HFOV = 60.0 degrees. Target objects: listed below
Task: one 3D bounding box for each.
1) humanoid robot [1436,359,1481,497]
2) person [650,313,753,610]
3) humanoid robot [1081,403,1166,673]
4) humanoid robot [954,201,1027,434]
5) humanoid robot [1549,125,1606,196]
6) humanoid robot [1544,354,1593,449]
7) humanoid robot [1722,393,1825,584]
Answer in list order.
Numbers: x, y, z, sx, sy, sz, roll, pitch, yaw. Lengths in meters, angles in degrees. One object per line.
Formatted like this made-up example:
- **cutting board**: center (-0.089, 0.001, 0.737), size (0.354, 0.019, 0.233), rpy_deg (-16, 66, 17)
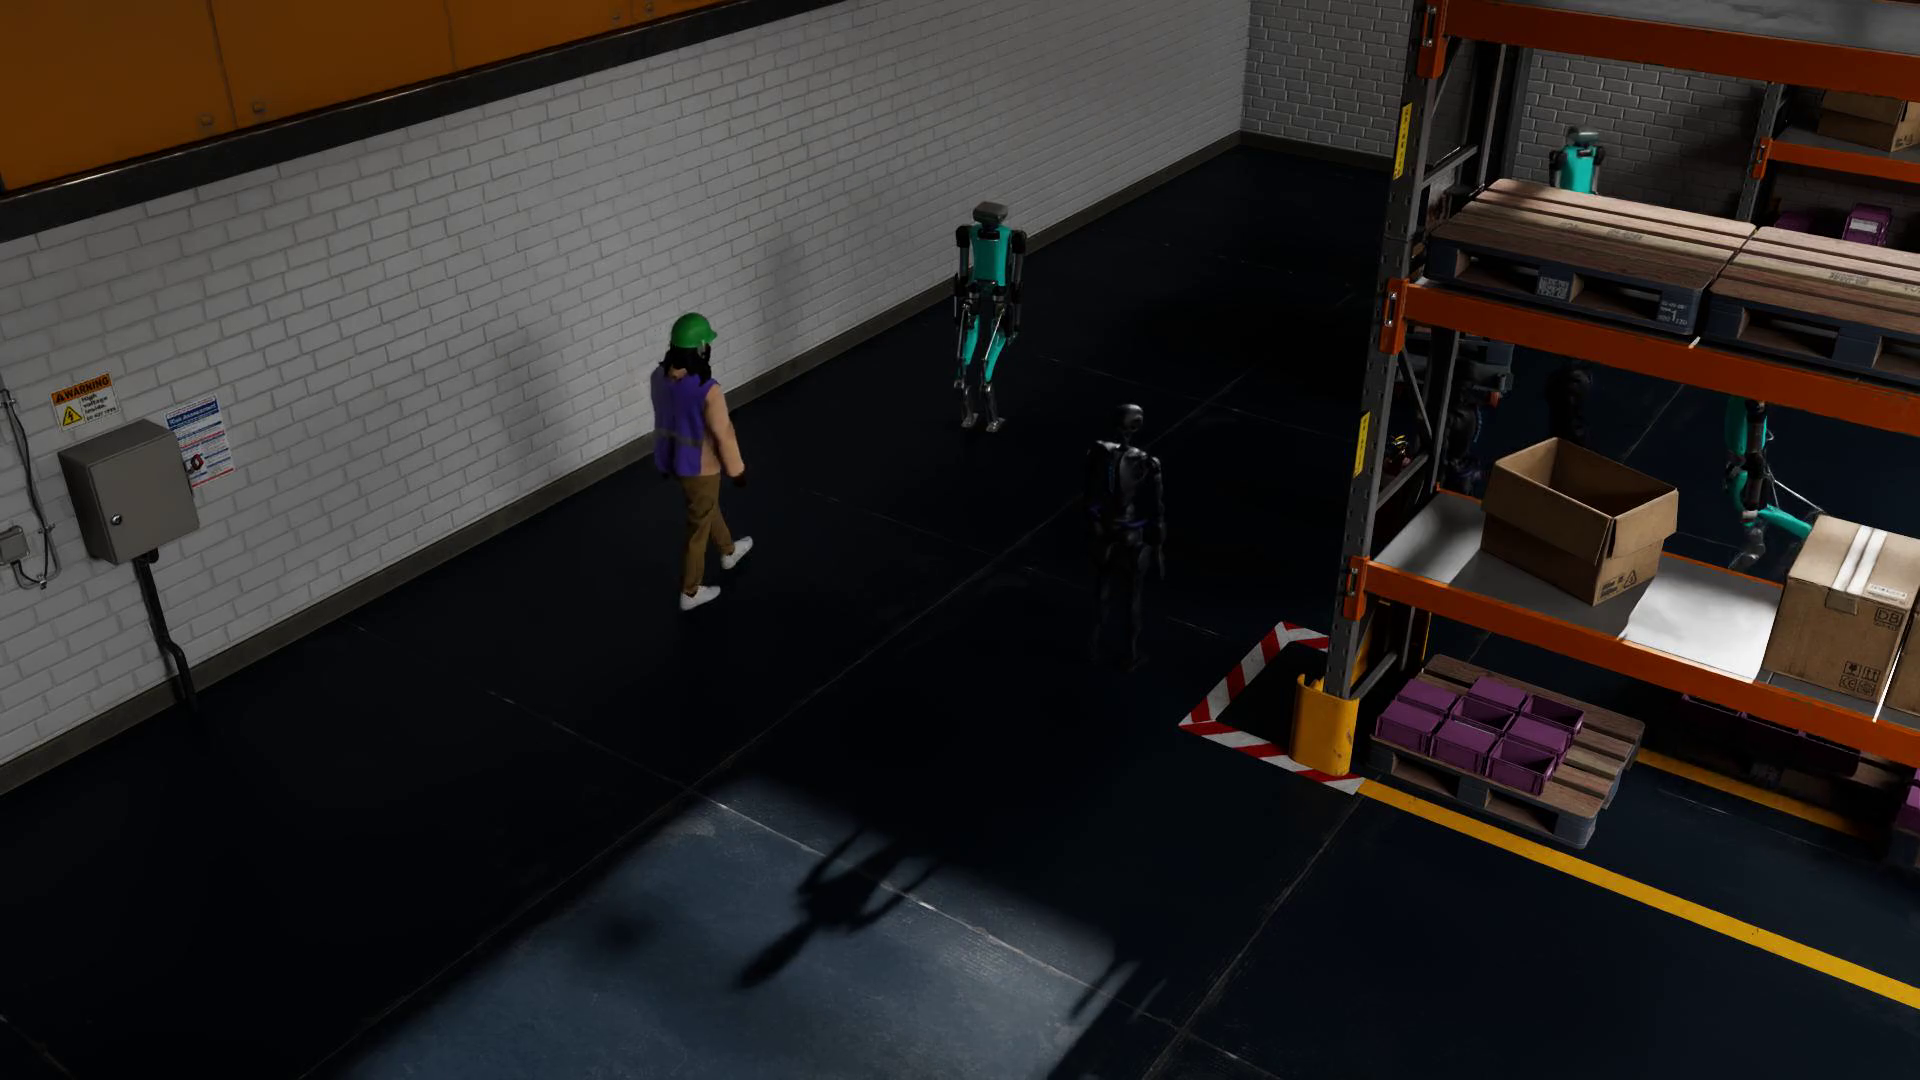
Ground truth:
- **humanoid robot**: center (2.988, -0.312, 10.178), size (0.325, 1.650, 0.609), rpy_deg (18, 35, 28)
- **person**: center (-1.538, -0.536, 10.341), size (0.567, 1.895, 0.900), rpy_deg (23, 37, 34)
- **humanoid robot**: center (0.924, -0.010, 9.656), size (0.595, 1.676, 0.358), rpy_deg (22, 36, 33)
- **humanoid robot**: center (0.155, -1.576, 12.206), size (0.533, 1.697, 0.726), rpy_deg (8, 31, 14)
- **humanoid robot**: center (5.229, -2.476, 13.983), size (0.541, 1.902, 0.713), rpy_deg (-13, 32, -21)
- **humanoid robot**: center (3.936, -0.589, 10.700), size (0.686, 1.640, 0.586), rpy_deg (7, 31, 12)
- **humanoid robot**: center (4.966, -0.310, 10.133), size (0.872, 1.787, 0.532), rpy_deg (3, 30, 6)
